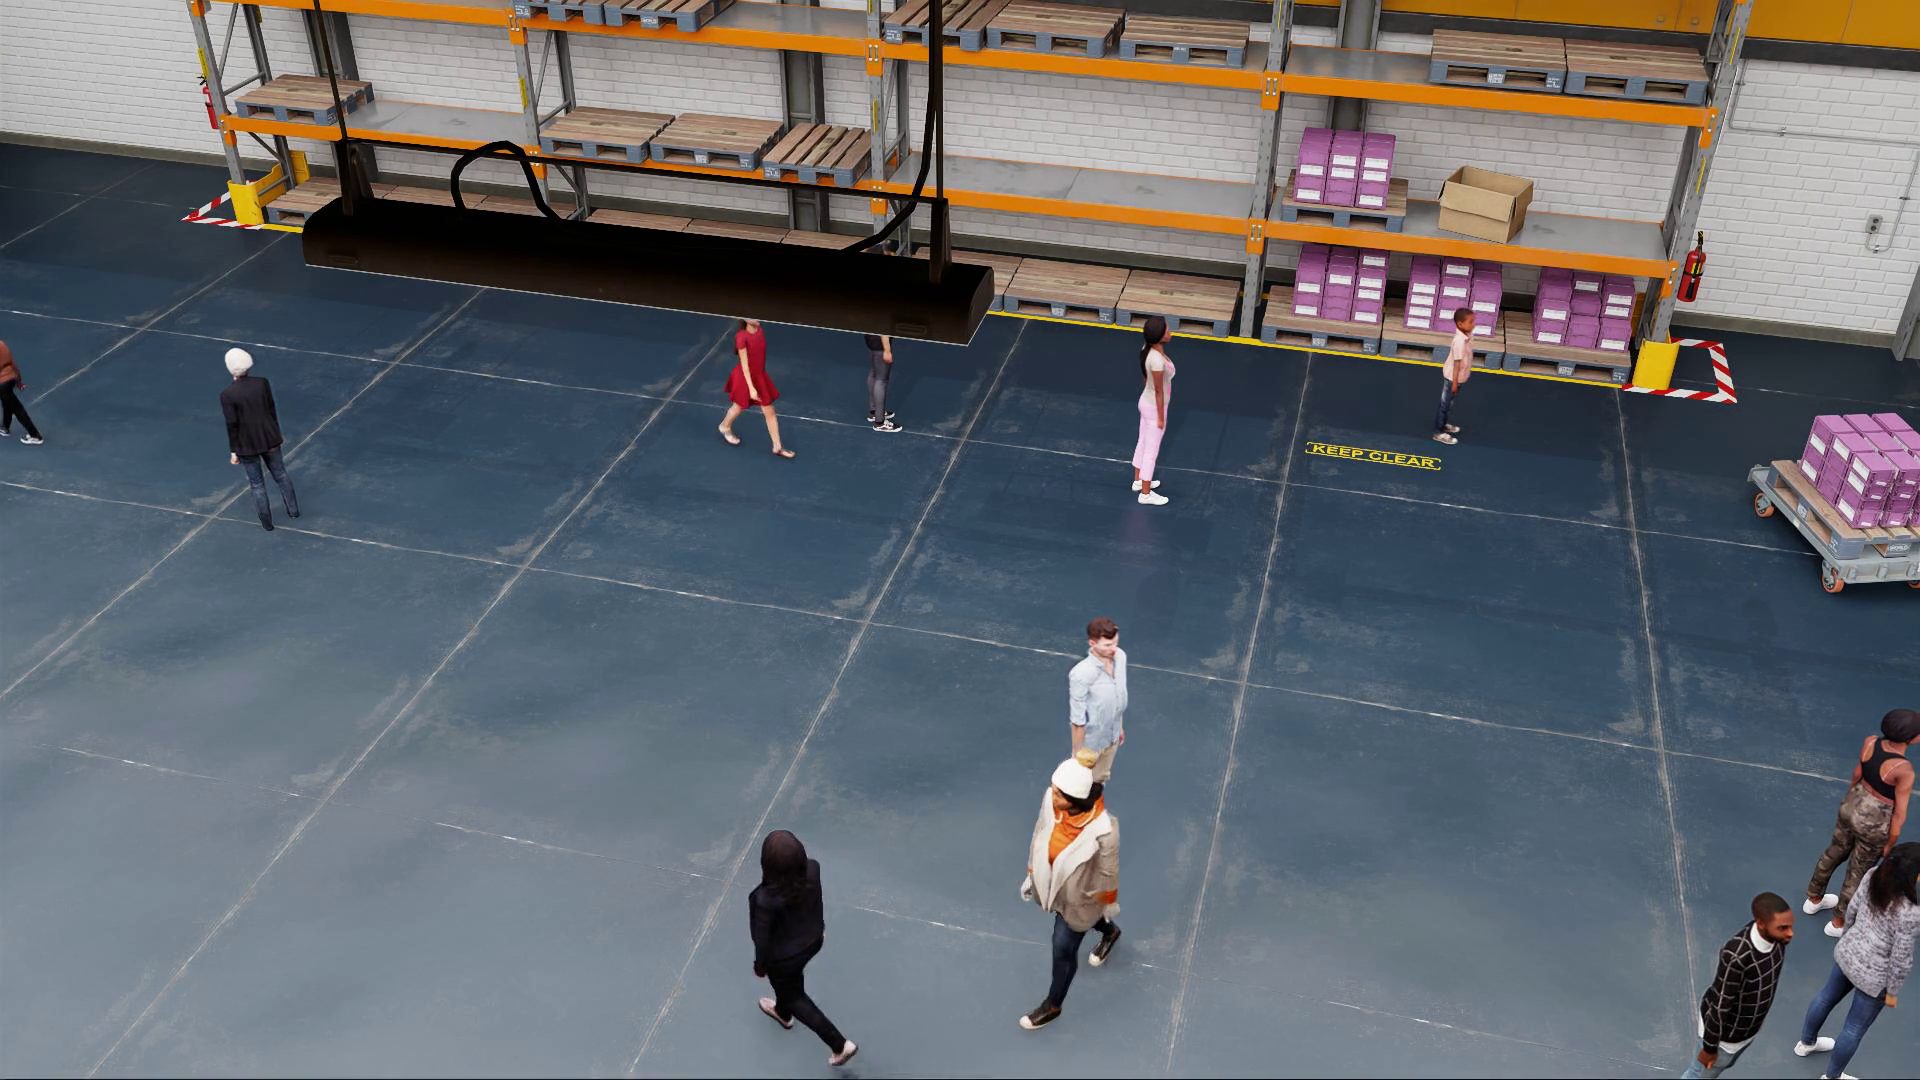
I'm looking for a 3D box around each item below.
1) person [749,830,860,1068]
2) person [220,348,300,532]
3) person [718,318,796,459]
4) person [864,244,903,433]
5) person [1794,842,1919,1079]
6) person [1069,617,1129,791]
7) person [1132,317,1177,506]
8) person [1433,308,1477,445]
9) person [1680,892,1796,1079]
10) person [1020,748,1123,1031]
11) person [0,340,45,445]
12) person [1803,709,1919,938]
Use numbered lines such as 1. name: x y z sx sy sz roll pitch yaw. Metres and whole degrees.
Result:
1. person: -0.884 2.315 9.319 1.096 1.594 0.819 19 38 26
2. person: -5.977 -0.793 14.079 0.727 1.781 0.815 23 40 31
3. person: -1.961 -1.477 15.091 1.135 1.520 0.784 22 39 29
4. person: -0.759 -1.885 15.417 0.714 1.838 0.714 -9 35 -13
5. person: 5.005 2.326 9.176 0.653 1.732 0.682 -4 34 -6
6. person: 0.874 1.246 10.699 0.712 1.846 0.728 28 43 35
7. person: 1.664 -1.133 14.372 0.638 1.742 0.646 -5 34 -7
8. person: 4.571 -1.538 15.375 0.498 1.307 0.522 12 35 17
9. person: 4.064 2.529 8.792 0.747 1.820 0.766 -24 40 -31
10. person: 0.740 1.918 9.680 1.188 1.855 1.212 -25 41 -33
11. person: -8.727 -1.425 15.273 0.819 1.231 0.556 7 34 10
12. person: 5.525 1.706 10.138 0.675 1.700 0.657 -7 34 -11
